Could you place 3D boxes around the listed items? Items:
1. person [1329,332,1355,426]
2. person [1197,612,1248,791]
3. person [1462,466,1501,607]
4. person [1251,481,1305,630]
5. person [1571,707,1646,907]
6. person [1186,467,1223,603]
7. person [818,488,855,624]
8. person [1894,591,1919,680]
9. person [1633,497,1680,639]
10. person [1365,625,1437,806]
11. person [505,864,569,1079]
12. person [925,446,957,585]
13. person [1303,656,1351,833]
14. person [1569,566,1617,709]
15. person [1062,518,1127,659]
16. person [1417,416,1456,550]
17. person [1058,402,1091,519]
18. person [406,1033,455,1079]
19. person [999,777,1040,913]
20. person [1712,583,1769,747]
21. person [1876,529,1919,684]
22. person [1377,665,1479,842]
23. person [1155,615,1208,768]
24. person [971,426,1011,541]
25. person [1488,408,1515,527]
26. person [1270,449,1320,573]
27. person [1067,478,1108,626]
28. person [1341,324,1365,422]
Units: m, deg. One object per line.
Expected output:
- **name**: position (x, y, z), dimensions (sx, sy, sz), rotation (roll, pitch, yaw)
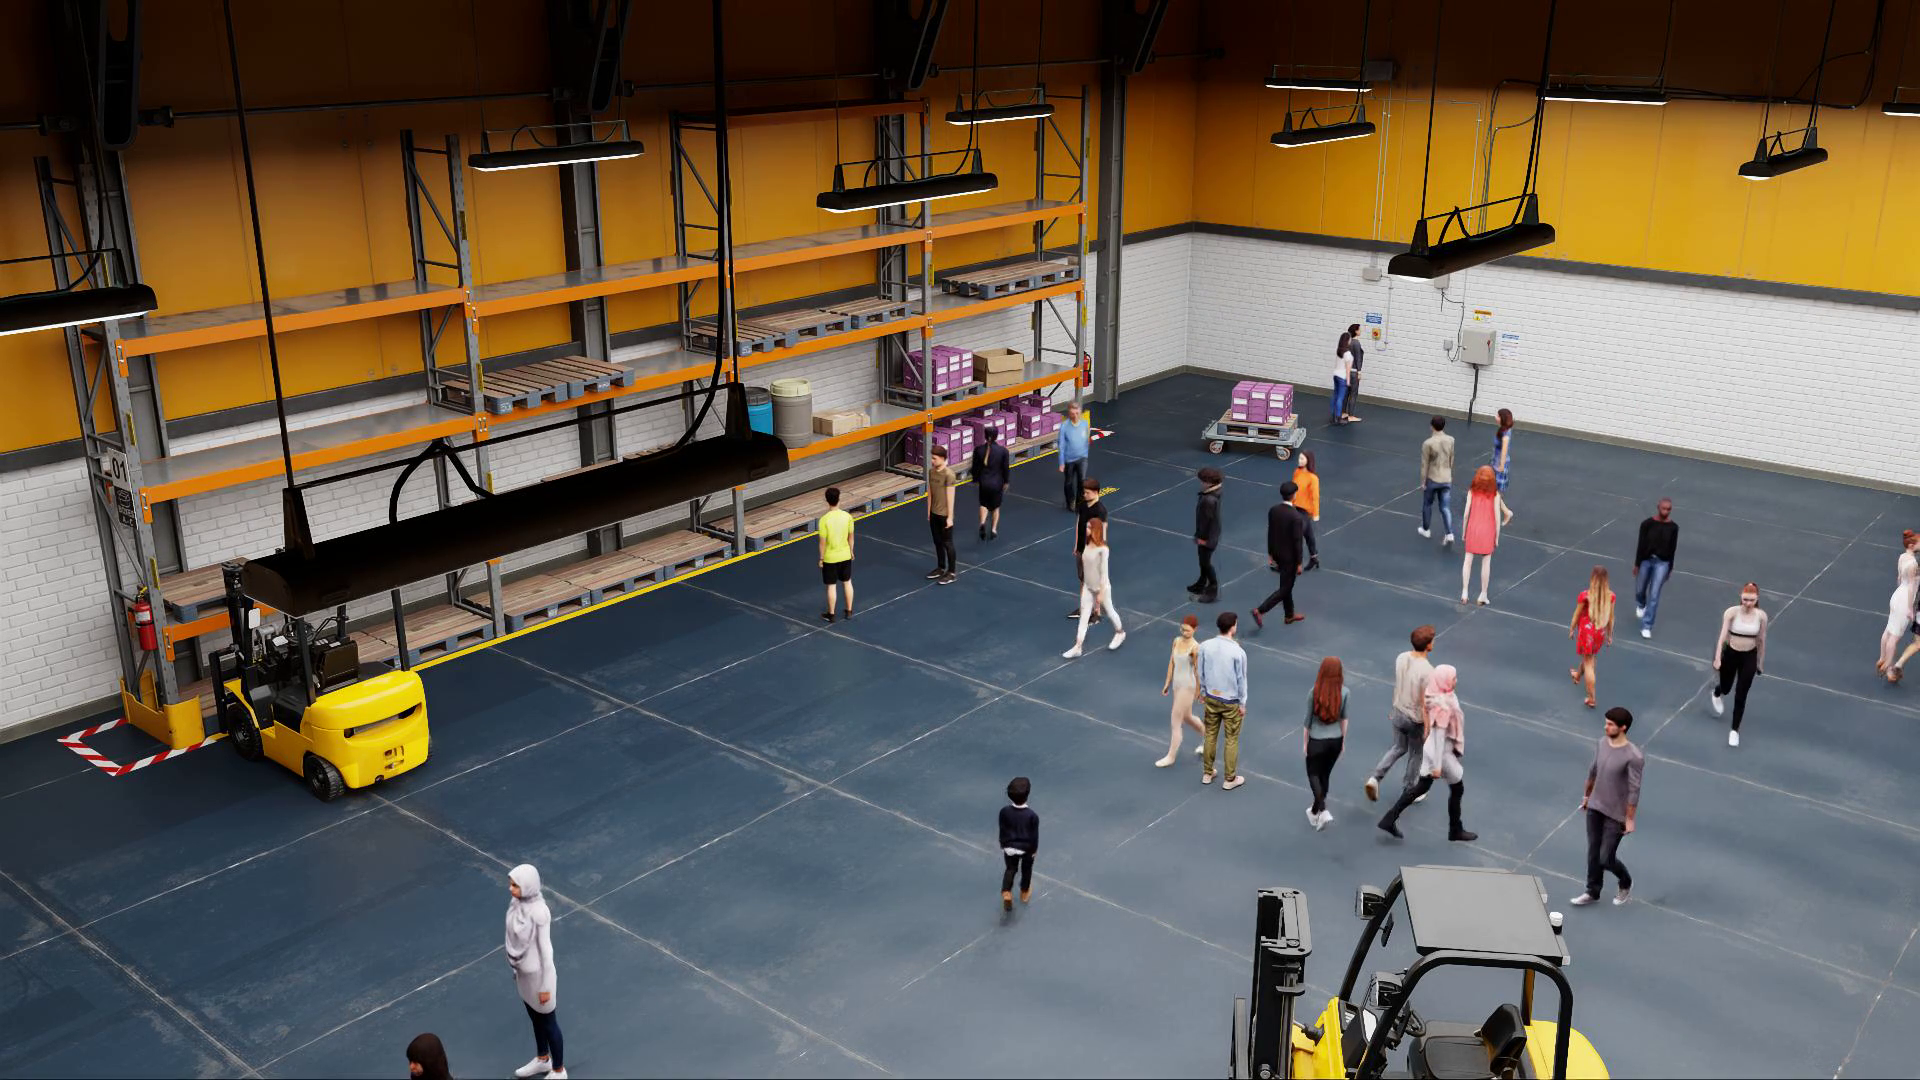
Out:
- **person**: position (6.825, -2.881, 29.804), dimensions (0.700, 1.682, 0.681), rotation (-6, 20, -17)
- **person**: position (2.594, 1.572, 16.382), dimensions (0.681, 1.810, 0.566), rotation (13, 23, 34)
- **person**: position (6.627, -0.057, 21.193), dimensions (0.633, 1.825, 0.560), rotation (11, 22, 30)
- **person**: position (3.923, 0.216, 20.329), dimensions (1.233, 1.859, 0.988), rotation (-10, 21, -28)
- **person**: position (5.612, 2.289, 14.201), dimensions (0.914, 1.842, 0.869), rotation (-7, 20, -20)
- **person**: position (3.200, -0.069, 21.331), dimensions (0.885, 1.761, 0.776), rotation (8, 20, 23)
- **person**: position (-1.527, 0.181, 20.674), dimensions (0.622, 1.706, 0.758), rotation (-8, 20, -23)
- **person**: position (10.917, 0.921, 18.737), dimensions (0.972, 1.540, 0.803), rotation (-8, 20, -22)
- **person**: position (8.455, 0.291, 20.303), dimensions (0.797, 1.734, 1.028), rotation (7, 20, 19)
- **person**: position (4.228, 1.712, 15.860), dimensions (1.070, 1.878, 0.864), rotation (-12, 22, -31)
- **person**: position (-3.026, 3.107, 11.878), dimensions (0.582, 1.775, 0.647), rotation (-16, 24, -39)
- **person**: position (-0.225, -0.357, 22.047), dimensions (0.631, 1.849, 0.702), rotation (-15, 24, -37)
- **person**: position (3.408, 1.938, 15.425), dimensions (0.913, 1.727, 0.989), rotation (-1, 19, -3)
- **person**: position (6.944, 1.087, 18.234), dimensions (0.996, 1.547, 1.104), rotation (0, 19, -1)
- **person**: position (1.686, 0.551, 19.621), dimensions (1.215, 1.677, 0.778), rotation (-14, 23, -35)
- **person**: position (6.775, -0.810, 23.389), dimensions (1.194, 1.853, 1.204), rotation (-2, 19, -6)
- **person**: position (1.707, -1.226, 24.788), dimensions (1.114, 1.748, 1.144), rotation (-5, 19, -15)
- **person**: position (-3.173, 3.725, 10.266), dimensions (0.670, 1.633, 0.841), rotation (10, 21, 27)
- **person**: position (0.493, 2.611, 14.232), dimensions (0.679, 1.213, 0.840), rotation (6, 19, 16)
- **person**: position (8.174, 1.243, 17.506), dimensions (0.929, 1.717, 1.196), rotation (4, 19, 13)
- **person**: position (10.673, 0.742, 18.876), dimensions (0.699, 1.791, 0.560), rotation (5, 19, 14)
- **person**: position (4.284, 1.987, 15.220), dimensions (1.170, 1.765, 1.159), rotation (0, 19, -1)
- **person**: position (2.351, 1.502, 16.904), dimensions (1.038, 1.608, 0.781), rotation (-9, 21, -25)
- **person**: position (0.421, -0.767, 23.558), dimensions (0.875, 1.663, 0.934), rotation (4, 19, 11)
- **person**: position (7.873, -1.023, 24.107), dimensions (0.874, 1.796, 0.799), rotation (5, 19, 13)
- **person**: position (4.698, -0.379, 22.323), dimensions (1.149, 1.716, 0.968), rotation (-6, 20, -17)
- **person**: position (1.633, 0.114, 20.634), dimensions (0.676, 1.858, 0.729), rotation (-13, 22, -33)
- **person**: position (7.128, -3.058, 30.194), dimensions (0.704, 1.768, 0.692), rotation (-6, 19, -16)
